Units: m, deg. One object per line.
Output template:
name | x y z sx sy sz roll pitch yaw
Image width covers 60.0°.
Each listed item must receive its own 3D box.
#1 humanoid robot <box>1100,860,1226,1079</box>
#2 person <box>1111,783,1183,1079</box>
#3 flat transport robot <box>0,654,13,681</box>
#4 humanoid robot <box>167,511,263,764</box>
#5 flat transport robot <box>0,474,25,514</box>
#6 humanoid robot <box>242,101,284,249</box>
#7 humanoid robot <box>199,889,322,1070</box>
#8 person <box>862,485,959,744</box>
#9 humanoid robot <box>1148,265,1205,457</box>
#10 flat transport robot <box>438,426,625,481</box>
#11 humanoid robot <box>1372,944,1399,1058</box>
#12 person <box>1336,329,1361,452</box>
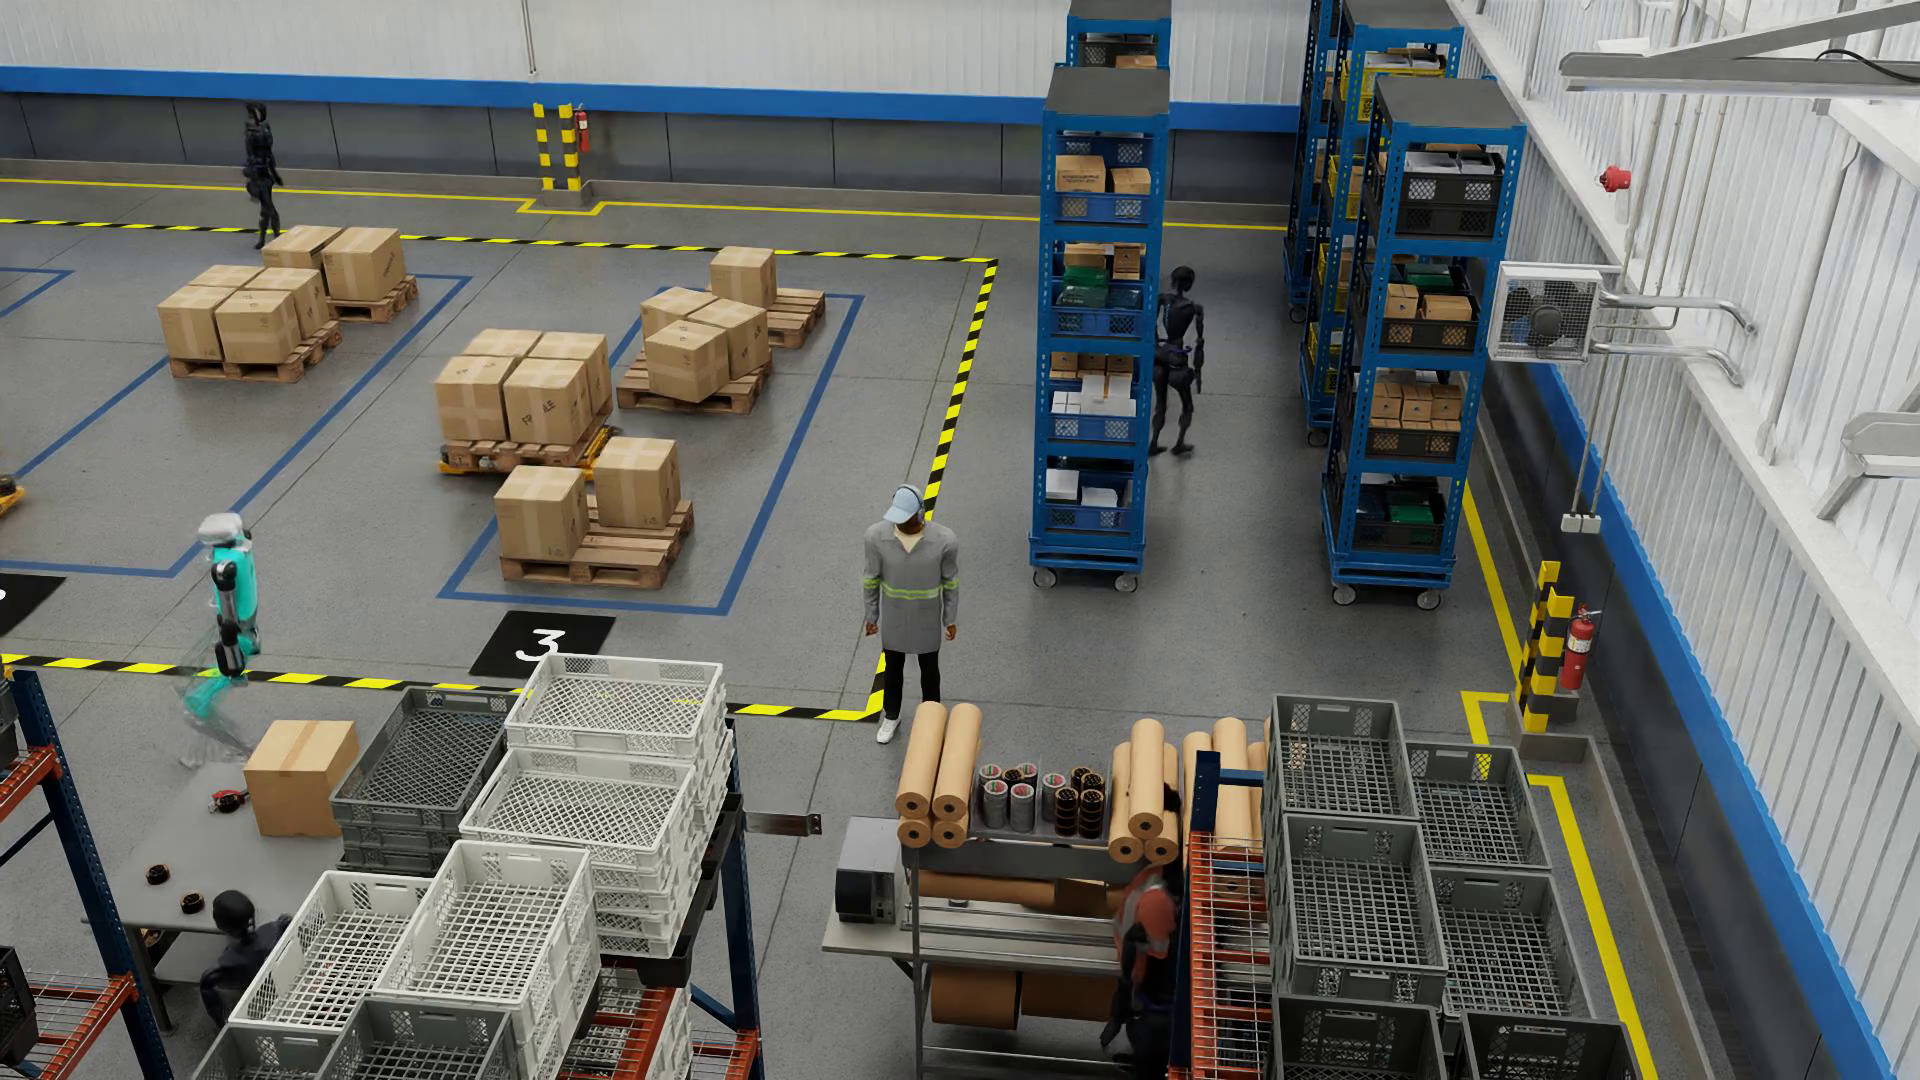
humanoid robot | 0.945 2.138 7.586 0.595 1.657 0.321 -13 33 -21
person | 0.878 1.916 7.698 0.362 1.961 0.612 6 31 11
flat transport robot | -7.142 0.969 11.010 1.431 0.231 0.659 3 30 6
humanoid robot | -4.523 0.617 10.021 0.735 1.678 0.533 -5 31 -8
flat transport robot | -8.311 -0.325 13.204 1.431 0.197 0.652 3 30 6
humanoid robot | -7.560 -3.935 18.044 0.533 1.640 0.610 1 30 1
humanoid robot | -3.095 2.187 7.531 0.654 1.628 0.609 18 35 28
person | -0.306 0.474 10.286 0.597 1.850 0.395 3 30 4
humanoid robot | 1.748 -1.462 13.802 0.590 1.649 0.418 25 39 36
flat transport robot | -3.575 -0.765 13.960 1.431 0.197 0.652 3 30 6
humanoid robot | 1.996 2.384 7.107 0.993 1.720 0.541 4 30 7
person | 3.121 -1.097 12.915 0.372 1.930 0.625 -3 30 -5
